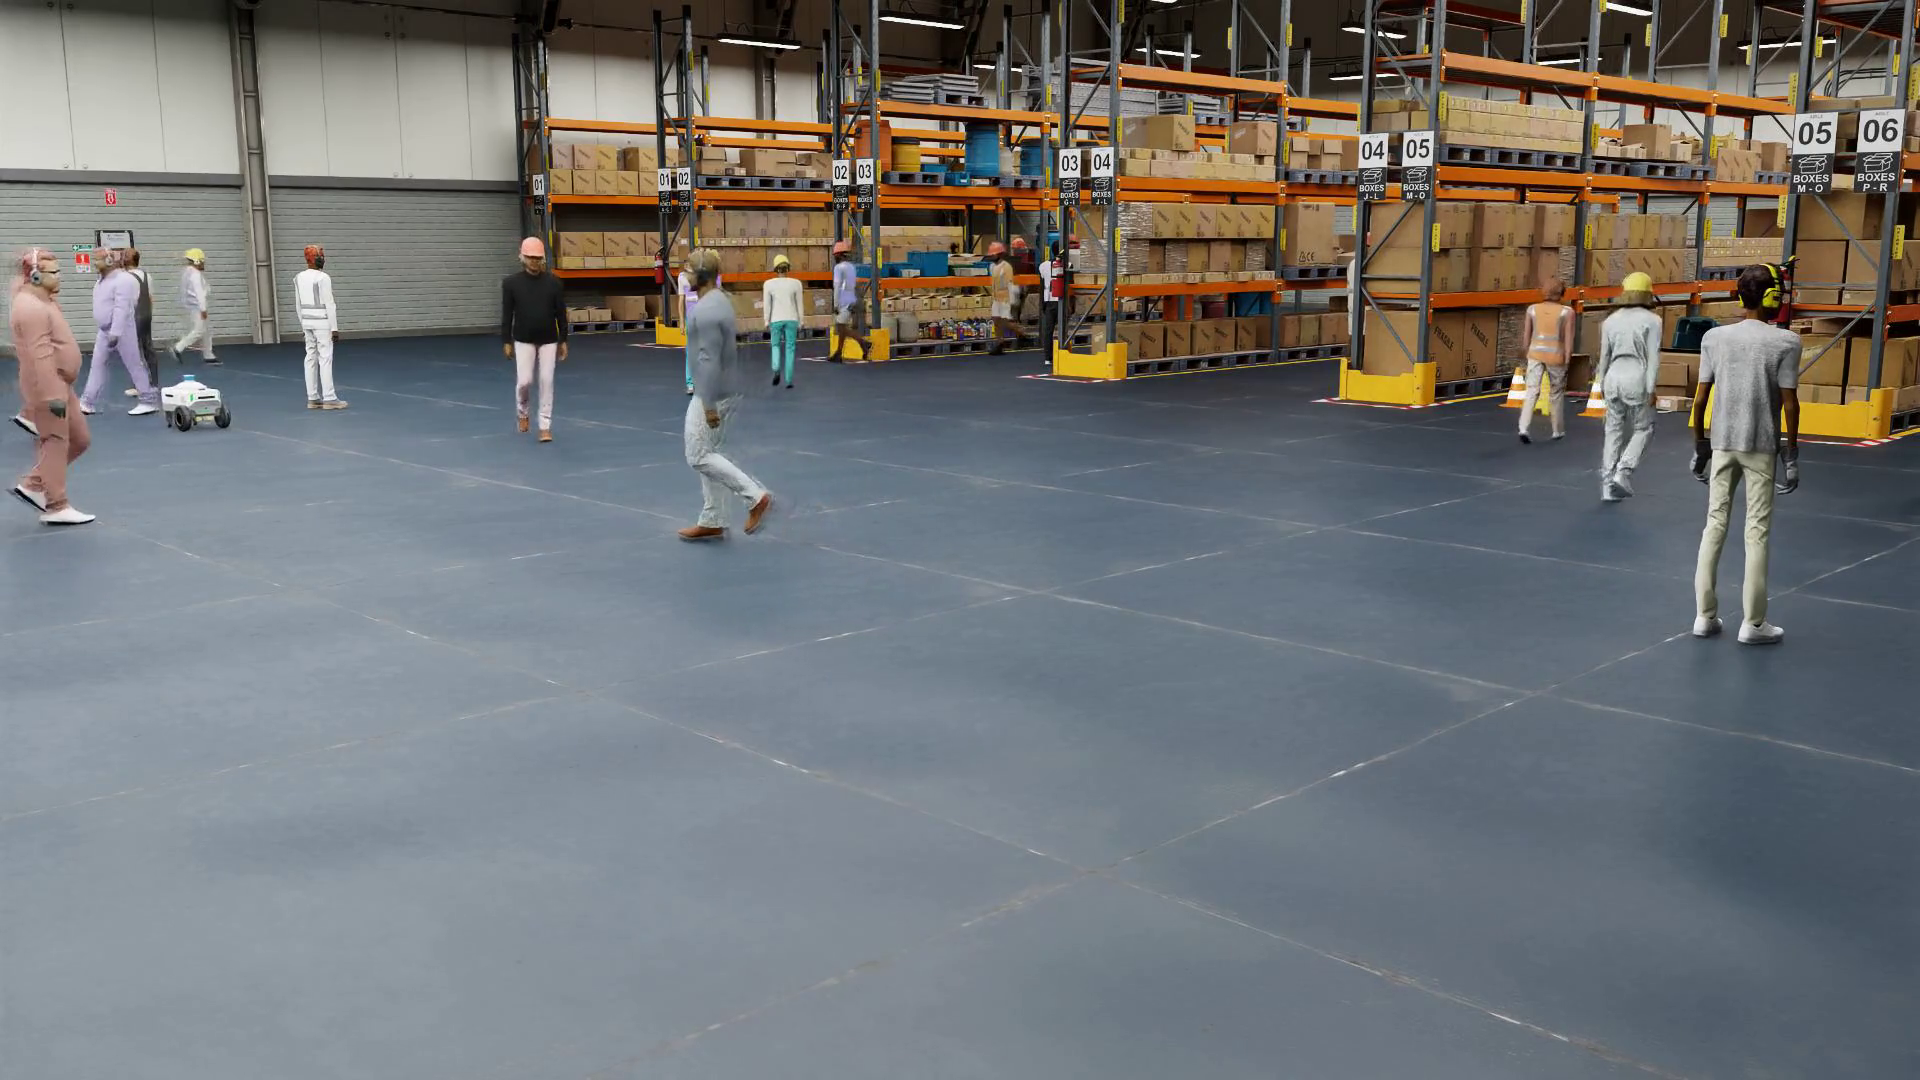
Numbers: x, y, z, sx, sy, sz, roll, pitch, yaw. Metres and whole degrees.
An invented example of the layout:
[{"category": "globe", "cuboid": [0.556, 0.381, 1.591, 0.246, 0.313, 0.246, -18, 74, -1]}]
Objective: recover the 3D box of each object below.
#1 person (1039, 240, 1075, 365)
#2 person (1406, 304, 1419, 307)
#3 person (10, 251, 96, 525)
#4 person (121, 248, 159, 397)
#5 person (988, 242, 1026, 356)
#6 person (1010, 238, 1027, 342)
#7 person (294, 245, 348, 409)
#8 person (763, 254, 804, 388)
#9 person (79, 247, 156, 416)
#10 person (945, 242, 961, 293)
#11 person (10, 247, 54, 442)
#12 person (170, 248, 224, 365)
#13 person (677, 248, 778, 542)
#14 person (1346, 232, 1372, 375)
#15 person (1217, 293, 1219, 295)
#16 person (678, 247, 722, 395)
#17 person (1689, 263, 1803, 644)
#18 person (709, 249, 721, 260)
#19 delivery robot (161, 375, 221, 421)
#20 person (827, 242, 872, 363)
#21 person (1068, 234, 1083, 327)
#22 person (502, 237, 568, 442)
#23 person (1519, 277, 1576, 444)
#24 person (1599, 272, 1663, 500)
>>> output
[{"category": "person", "cuboid": [1.510, -3.691, 25.882, 0.592, 1.922, 0.392, 5, 12, 27]}, {"category": "person", "cuboid": [7.379, -3.667, 26.522, 0.523, 1.637, 0.310, 5, 12, 27]}, {"category": "person", "cuboid": [-6.295, -1.044, 11.521, 0.453, 1.890, 0.652, -4, 11, -20]}, {"category": "person", "cuboid": [-10.330, -2.732, 20.861, 0.346, 1.846, 0.506, 2, 11, 13]}, {"category": "person", "cuboid": [0.750, -4.063, 27.994, 0.694, 1.902, 0.552, -8, 13, -37]}, {"category": "person", "cuboid": [1.092, -4.716, 31.425, 0.358, 1.938, 0.542, -4, 11, -22]}, {"category": "person", "cuboid": [-7.445, -2.468, 19.321, 0.575, 1.882, 0.355, 5, 12, 28]}, {"category": "person", "cuboid": [-2.325, -2.890, 21.989, 0.529, 1.751, 0.391, 0, 10, -3]}, {"category": "person", "cuboid": [-9.454, -2.290, 18.412, 0.646, 1.863, 0.965, 7, 13, 34]}, {"category": "person", "cuboid": [-0.179, -5.781, 37.474, 0.509, 1.856, 0.497, 9, 14, 42]}, {"category": "person", "cuboid": [-8.930, -1.898, 16.189, 0.433, 1.888, 0.666, -9, 14, -41]}, {"category": "person", "cuboid": [-11.818, -3.591, 25.641, 0.697, 1.808, 0.600, -6, 12, -28]}, {"category": "person", "cuboid": [-1.550, -0.925, 10.817, 0.579, 1.925, 0.633, 0, 10, 0]}, {"category": "person", "cuboid": [5.386, -3.077, 22.229, 0.392, 2.034, 0.605, -2, 11, -10]}, {"category": "person", "cuboid": [6.629, -6.868, 43.292, 0.631, 1.888, 0.924, -3, 11, -17]}, {"category": "person", "cuboid": [-3.283, -2.772, 21.075, 0.567, 1.847, 0.389, -4, 11, -21]}, {"category": "person", "cuboid": [3.896, -0.430, 8.252, 0.310, 1.865, 0.533, -9, 14, -41]}, {"category": "person", "cuboid": [-4.072, -3.884, 27.356, 0.326, 1.767, 0.533, -7, 12, -32]}, {"category": "delivery robot", "cuboid": [-8.078, -1.489, 17.463, 0.707, 0.478, 0.477, 9, 13, 39]}, {"category": "person", "cuboid": [-1.735, -3.744, 26.248, 0.758, 1.898, 0.577, 5, 12, 27]}, {"category": "person", "cuboid": [2.585, -5.705, 36.587, 0.827, 2.015, 0.643, -10, 14, -44]}, {"category": "person", "cuboid": [-4.150, -1.961, 16.277, 0.616, 1.981, 0.473, -4, 11, -22]}, {"category": "person", "cuboid": [5.704, -1.750, 16.180, 0.516, 1.597, 0.875, 7, 13, 35]}, {"category": "person", "cuboid": [5.055, -1.154, 12.561, 0.419, 1.719, 0.524, -8, 13, -38]}]
